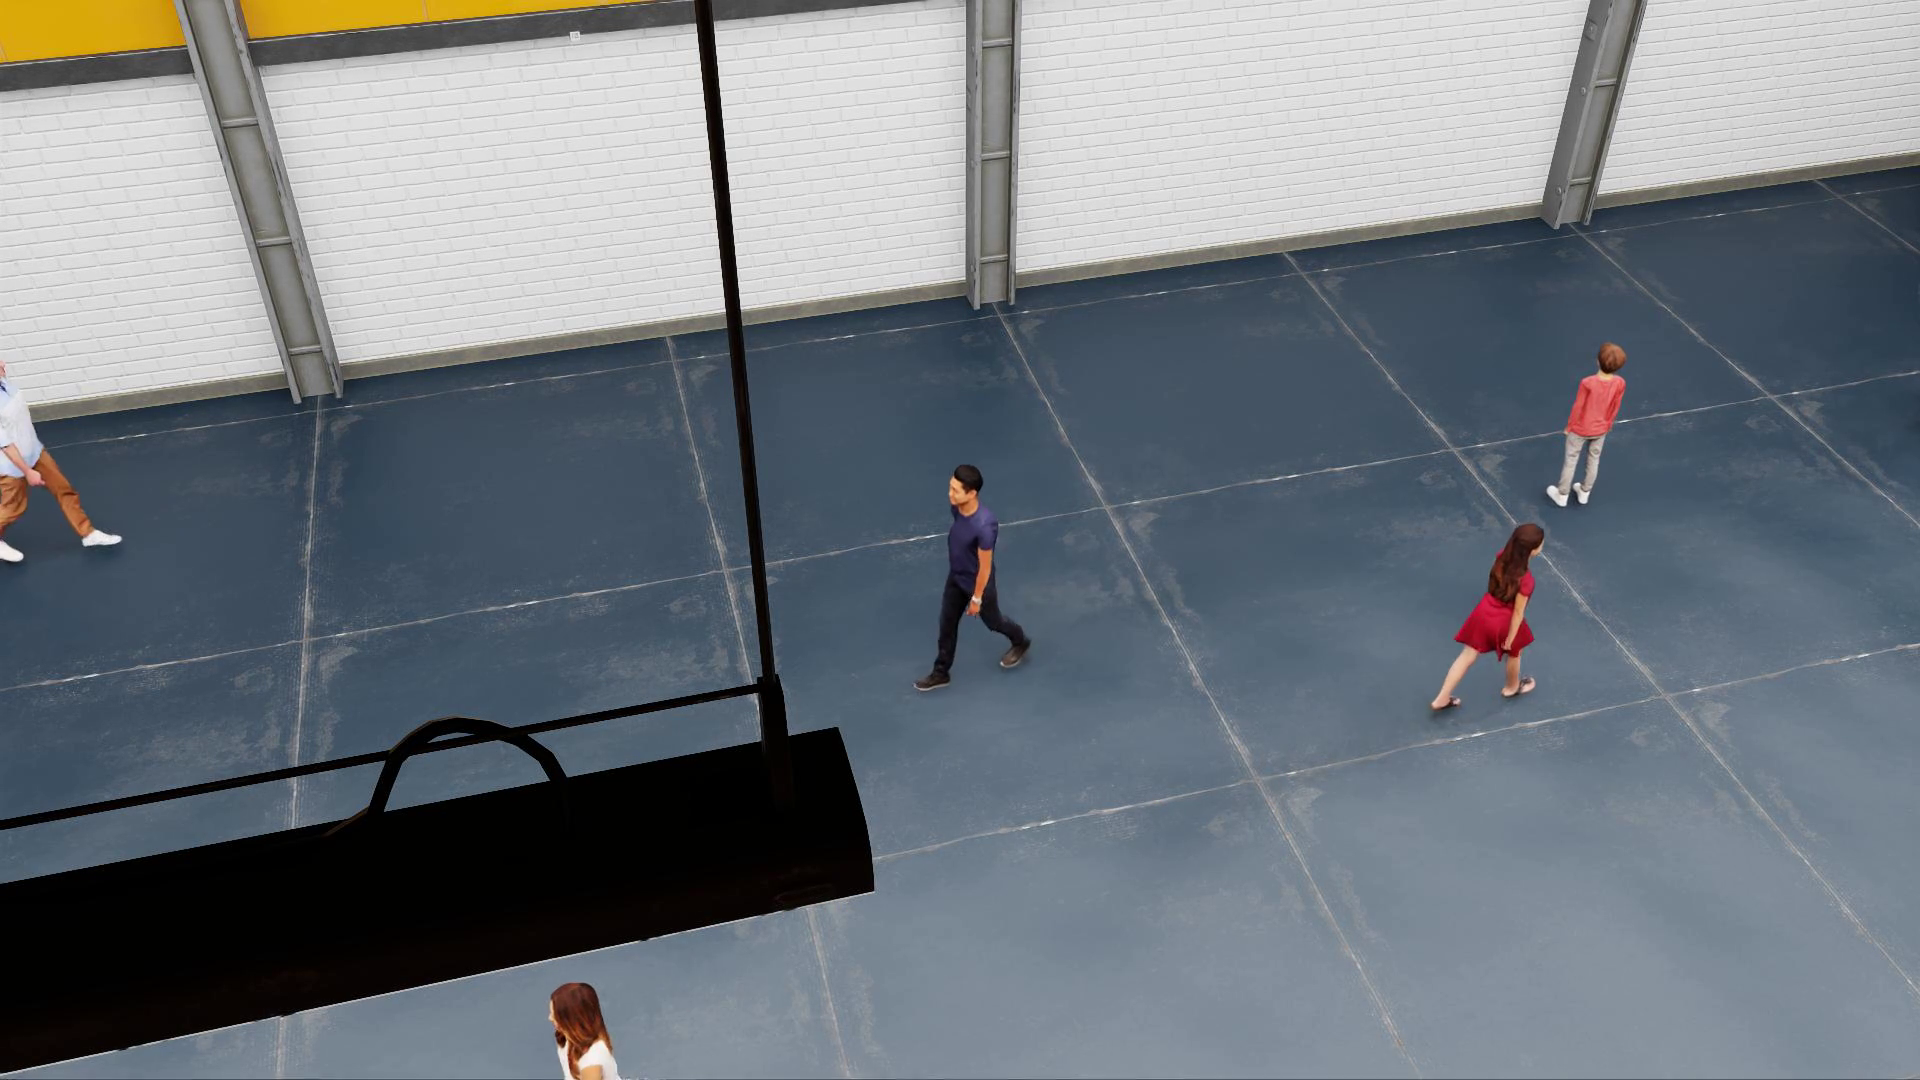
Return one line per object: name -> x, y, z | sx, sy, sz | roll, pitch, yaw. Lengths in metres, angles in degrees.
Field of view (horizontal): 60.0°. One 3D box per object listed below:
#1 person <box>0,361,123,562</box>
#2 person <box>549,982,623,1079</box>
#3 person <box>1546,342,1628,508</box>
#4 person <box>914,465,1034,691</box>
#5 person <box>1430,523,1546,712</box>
person -> -6.880, -0.579, 11.980 | 1.226, 1.789, 0.852 | -2, 39, -2
person -> -1.611, 2.678, 7.923 | 0.928, 1.763, 0.700 | -18, 42, -21
person -> 4.797, -0.876, 12.651 | 0.474, 1.417, 0.610 | -4, 39, -4
person -> 0.173, 0.242, 10.978 | 1.214, 1.757, 0.903 | -22, 44, -25
person -> 3.438, 0.533, 10.804 | 1.084, 1.519, 0.702 | -17, 42, -20
